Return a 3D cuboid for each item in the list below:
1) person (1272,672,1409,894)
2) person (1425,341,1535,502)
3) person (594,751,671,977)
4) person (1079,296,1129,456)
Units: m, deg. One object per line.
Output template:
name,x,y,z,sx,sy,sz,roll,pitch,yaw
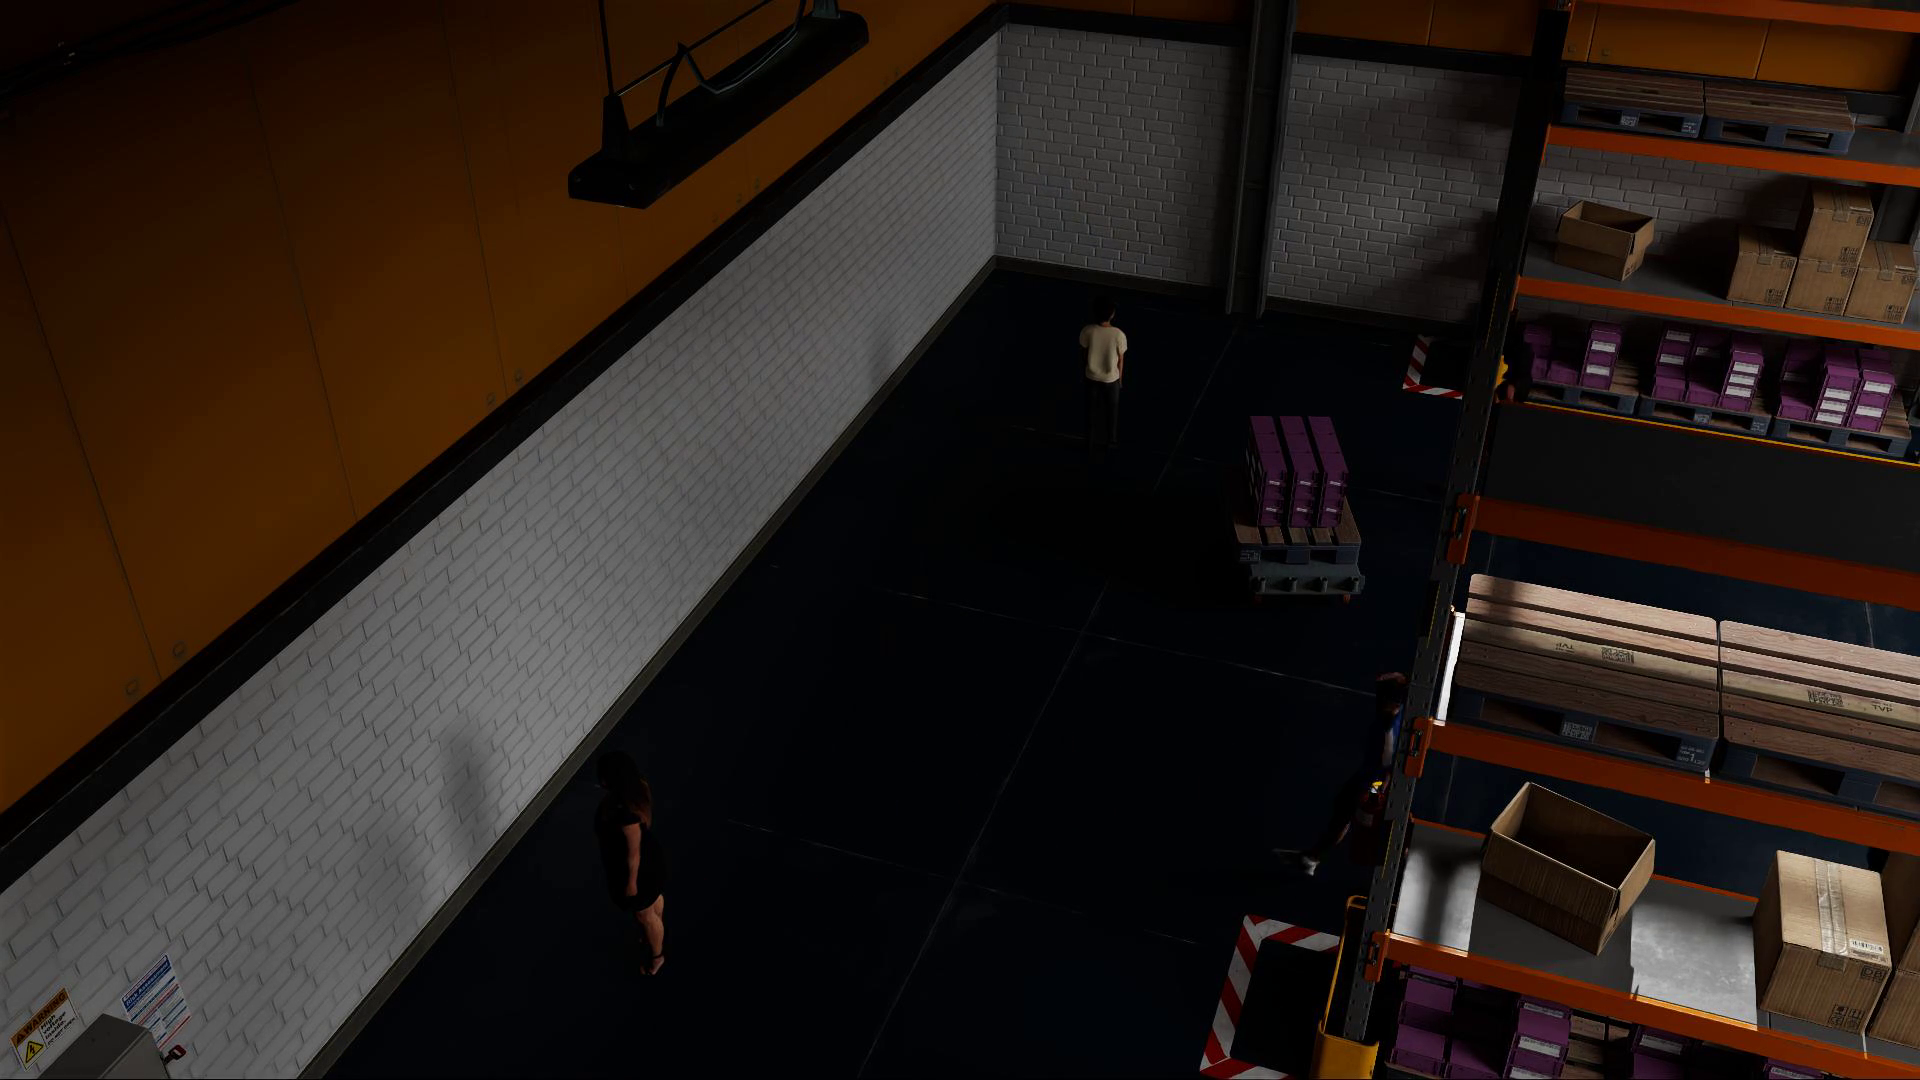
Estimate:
person,2.748,1.593,10.545,1.274,1.812,0.850,5,34,8
person,4.802,-0.886,14.393,1.265,1.682,0.878,24,41,32
person,-1.959,1.957,10.085,0.757,1.716,0.758,-3,34,-5
person,1.320,-1.516,15.424,0.443,1.590,0.672,8,34,12
